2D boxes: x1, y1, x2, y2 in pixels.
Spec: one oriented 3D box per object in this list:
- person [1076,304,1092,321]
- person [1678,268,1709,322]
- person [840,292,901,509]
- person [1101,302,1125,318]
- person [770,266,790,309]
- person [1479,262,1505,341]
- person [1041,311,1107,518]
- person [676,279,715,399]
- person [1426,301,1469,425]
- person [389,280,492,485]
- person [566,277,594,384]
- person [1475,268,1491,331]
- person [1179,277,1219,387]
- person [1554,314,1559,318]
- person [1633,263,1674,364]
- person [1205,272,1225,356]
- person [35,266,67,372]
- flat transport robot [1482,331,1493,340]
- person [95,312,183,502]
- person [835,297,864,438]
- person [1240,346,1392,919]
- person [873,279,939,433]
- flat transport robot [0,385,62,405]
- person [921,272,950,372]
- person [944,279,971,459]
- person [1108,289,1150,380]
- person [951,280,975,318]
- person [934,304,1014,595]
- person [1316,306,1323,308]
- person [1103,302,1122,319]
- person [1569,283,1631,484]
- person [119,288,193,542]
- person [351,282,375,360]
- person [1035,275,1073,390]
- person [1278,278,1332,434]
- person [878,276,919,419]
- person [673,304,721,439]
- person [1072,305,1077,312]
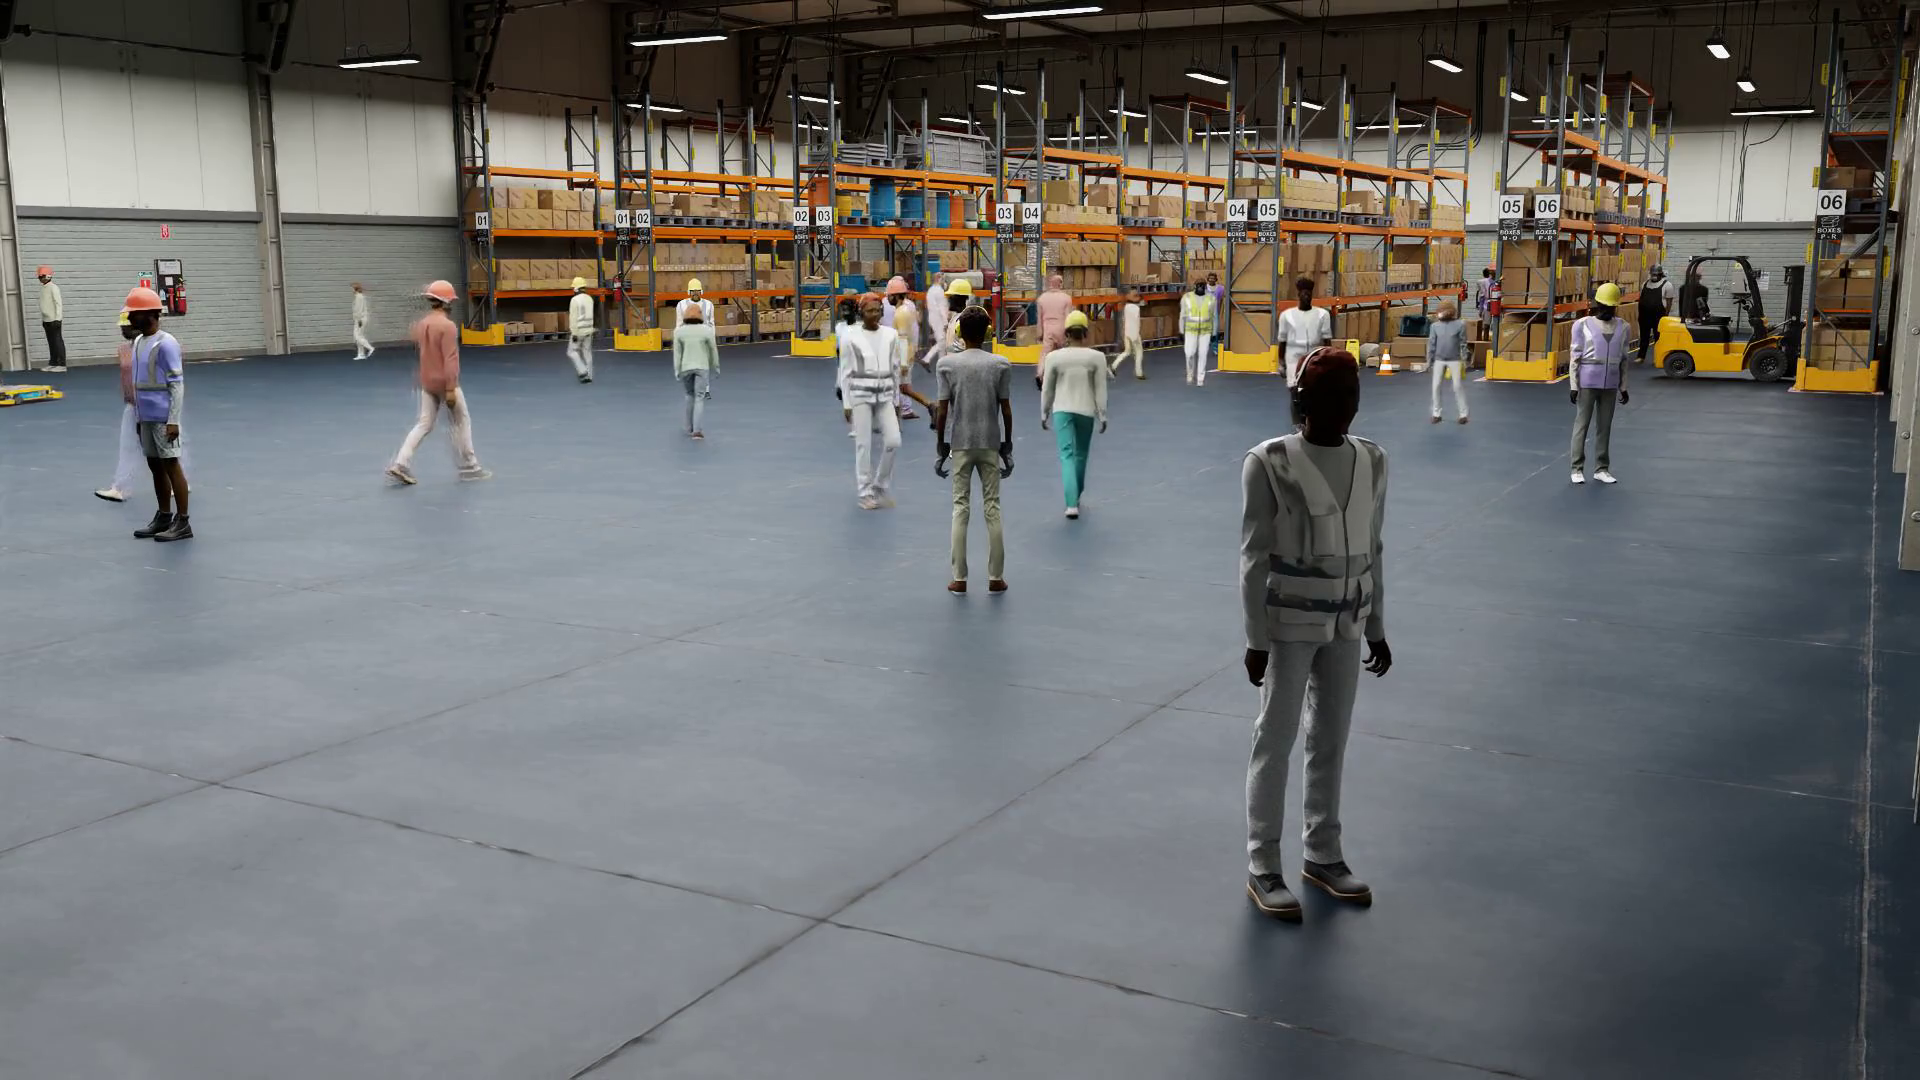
[{"bbox_3d":[2.963,-5.551,40.395,0.635,1.674,0.541,-9,13,-42],"label":"person"},{"bbox_3d":[15.049,-4.621,34.209,0.595,1.956,1.012,7,12,35],"label":"person"},{"bbox_3d":[-0.751,-1.188,14.295,0.592,1.870,0.426,-5,11,-27],"label":"person"},{"bbox_3d":[4.301,-6.675,46.343,0.653,1.892,0.971,5,11,26],"label":"person"},{"bbox_3d":[-5.088,-6.877,47.546,0.590,1.892,0.901,7,12,35],"label":"person"},{"bbox_3d":[11.734,-5.092,36.632,0.611,2.048,0.364,7,12,36],"label":"person"},{"bbox_3d":[0.956,-1.072,14.051,0.538,1.712,0.899,-1,10,-4],"label":"person"},{"bbox_3d":[-4.018,-3.054,25.327,0.599,1.832,0.404,-3,10,-19],"label":"person"},{"bbox_3d":[6.325,-2.295,21.543,0.552,1.597,0.319,8,12,38],"label":"person"},{"bbox_3d":[-5.024,-1.501,15.898,0.630,1.958,0.991,8,13,40],"label":"person"},{"bbox_3d":[-6.439,-3.549,28.267,0.422,1.816,0.617,4,10,20],"label":"person"},{"bbox_3d":[14.086,-6.354,44.584,0.515,1.860,0.325,6,12,33],"label":"person"},{"bbox_3d":[3.979,-3.454,27.673,0.653,1.829,0.515,1,10,3],"label":"person"},{"bbox_3d":[15.884,-6.430,44.902,0.948,1.901,0.649,7,12,34],"label":"person"},{"bbox_3d":[13.986,-4.568,33.584,0.537,2.000,0.679,-9,13,-42],"label":"person"},{"bbox_3d":[5.484,-4.935,36.324,0.564,1.838,0.388,0,10,3],"label":"person"},{"bbox_3d":[-17.149,-4.166,31.364,0.613,1.995,0.391,8,12,38],"label":"person"},{"bbox_3d":[13.639,-5.285,42.955,0.652,0.197,1.431,3,10,15],"label":"flat transport robot"},{"bbox_3d":[-7.298,-1.199,14.779,0.543,1.711,0.895,3,10,20],"label":"person"},{"bbox_3d":[-1.260,-2.082,20.073,0.543,1.687,0.428,7,12,34],"label":"person"},{"bbox_3d":[1.185,0.302,5.534,0.573,1.883,0.355,-5,11,-26],"label":"person"},{"bbox_3d":[-0.637,-2.244,20.397,0.819,1.911,0.553,1,10,4],"label":"person"},{"bbox_3d":[-14.051,-2.153,24.621,0.652,0.197,1.431,1,10,5],"label":"flat transport robot"},{"bbox_3d":[-0.407,-4.071,31.119,0.660,1.893,0.669,-3,10,-17],"label":"person"},{"bbox_3d":[-0.006,-1.839,17.935,0.374,1.928,0.596,-3,10,-17],"label":"person"},{"bbox_3d":[2.971,-3.600,29.173,0.714,1.605,0.507,-4,10,-22],"label":"person"},{"bbox_3d":[0.068,-4.513,34.329,0.483,1.675,0.972,0,10,0],"label":"person"},{"bbox_3d":[0.090,-0.574,10.700,0.517,1.873,0.328,0,10,-1],"label":"person"},{"bbox_3d":[8.793,-5.877,41.644,0.649,1.905,0.405,6,11,30],"label":"person"},{"bbox_3d":[3.995,-6.131,43.528,0.527,1.772,0.306,-1,10,-6],"label":"person"},{"bbox_3d":[6.137,-1.495,15.954,0.584,1.918,0.376,-1,10,-5],"label":"person"},{"bbox_3d":[-6.162,-0.953,12.718,0.552,1.935,0.366,7,12,37],"label":"person"},{"bbox_3d":[-12.582,-4.581,34.861,0.392,1.624,0.538,-4,10,-21],"label":"person"},{"bbox_3d":[1.531,-3.390,27.180,0.651,1.878,0.903,5,11,28],"label":"person"},{"bbox_3d":[4.020,-2.070,19.320,0.608,1.911,0.997,0,10,-1],"label":"person"},{"bbox_3d":[-0.827,-2.570,22.277,0.642,1.909,0.409,5,11,26],"label":"person"},{"bbox_3d":[-3.159,-2.030,20.032,0.520,1.598,0.824,1,10,6],"label":"person"},{"bbox_3d":[2.730,-5.811,41.171,0.379,1.937,0.629,-8,12,-38],"label":"person"}]
